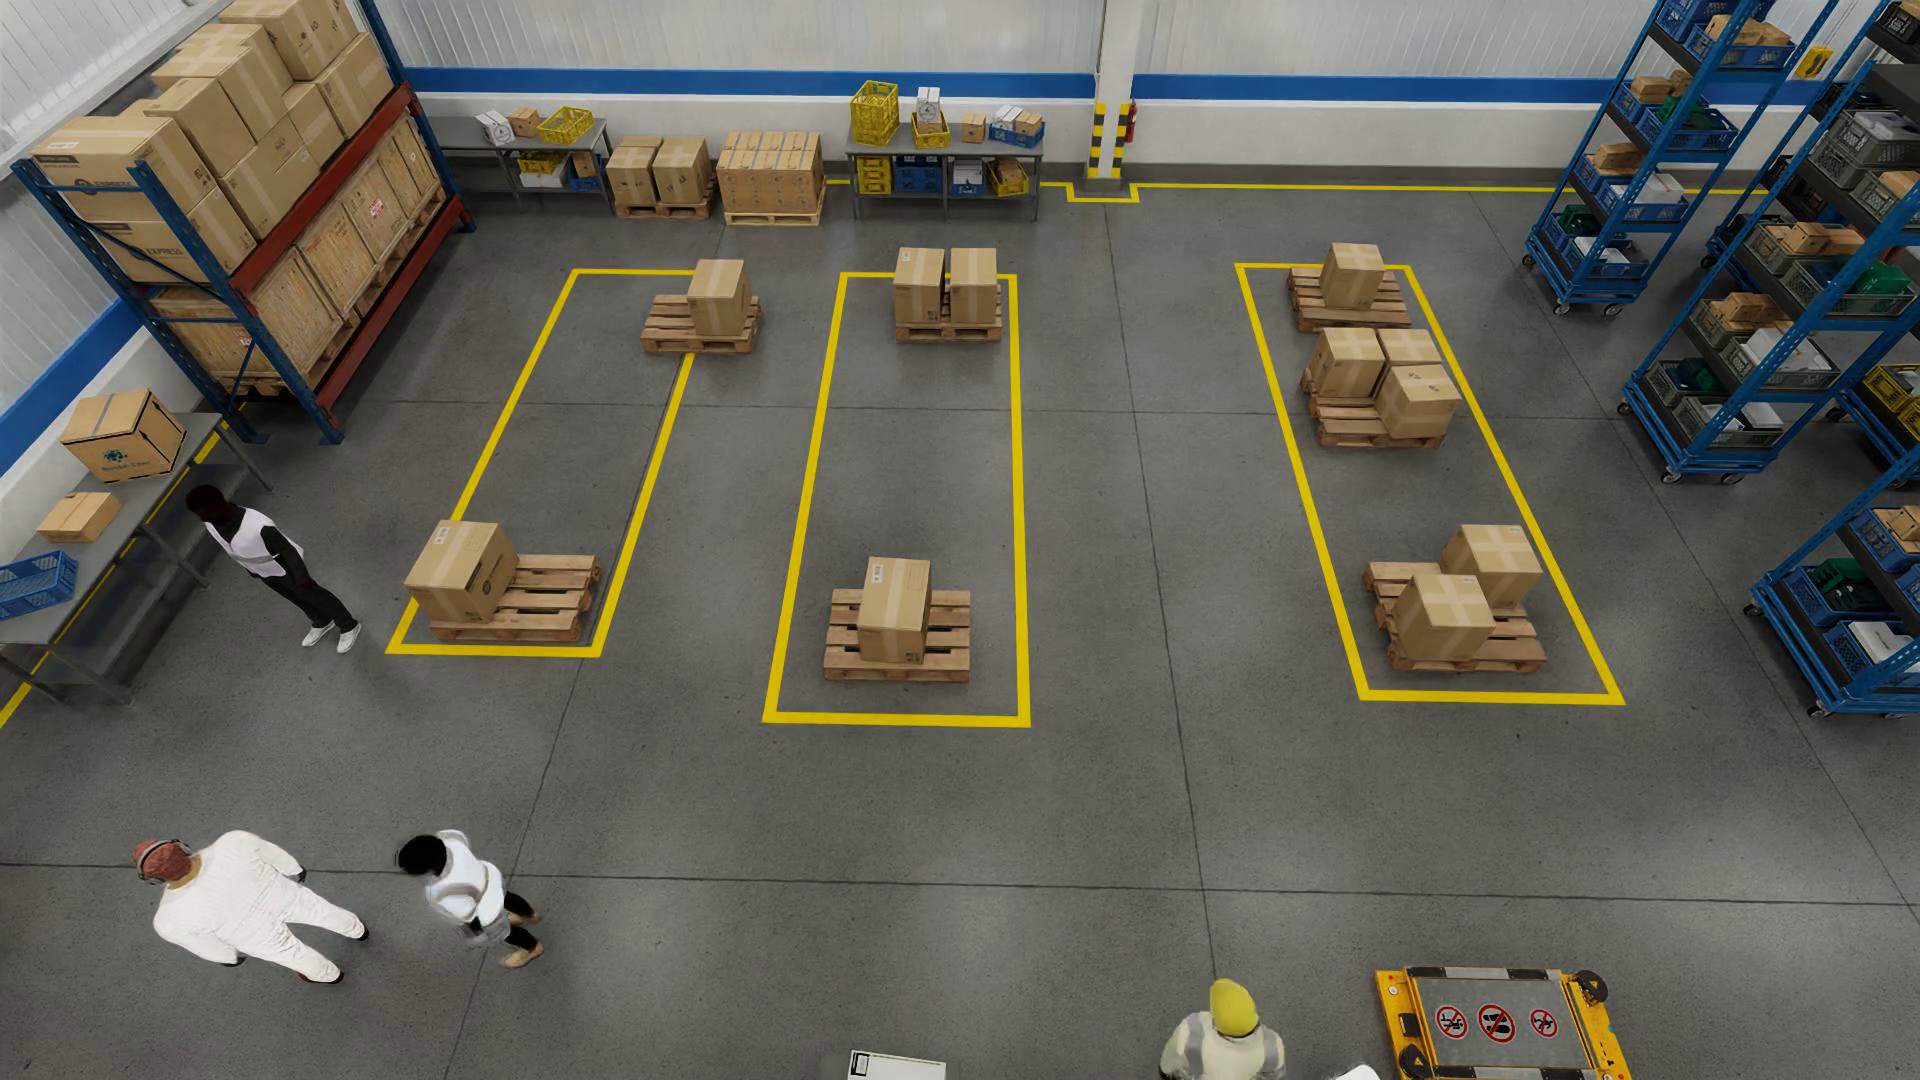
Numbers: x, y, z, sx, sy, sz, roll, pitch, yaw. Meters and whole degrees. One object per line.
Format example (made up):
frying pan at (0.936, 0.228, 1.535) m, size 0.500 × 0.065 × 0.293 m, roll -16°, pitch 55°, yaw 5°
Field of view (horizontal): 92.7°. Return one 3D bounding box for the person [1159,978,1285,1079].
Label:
person at (1.404, 2.914, 5.117) m, size 0.594 × 1.792 × 0.522 m, roll 7°, pitch 51°, yaw 5°

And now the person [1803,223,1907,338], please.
person at (9.507, -2.953, 9.771) m, size 0.618 × 1.994 × 0.380 m, roll 16°, pitch 53°, yaw 13°

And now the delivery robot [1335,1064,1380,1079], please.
delivery robot at (2.464, 3.503, 5.372) m, size 0.477 × 0.478 × 0.707 m, roll -19°, pitch 53°, yaw -15°

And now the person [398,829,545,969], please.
person at (-3.021, 2.226, 5.743) m, size 0.320 × 1.699 × 0.555 m, roll -18°, pitch 53°, yaw -14°

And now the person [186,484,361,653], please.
person at (-5.396, 0.215, 7.240) m, size 0.592 × 1.916 × 0.392 m, roll 11°, pitch 52°, yaw 9°

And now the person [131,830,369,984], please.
person at (-4.302, 2.249, 5.588) m, size 0.405 × 1.904 × 0.652 m, roll 12°, pitch 52°, yaw 10°

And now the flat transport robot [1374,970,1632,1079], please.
flat transport robot at (3.501, 3.133, 5.914) m, size 1.431 × 0.197 × 0.652 m, roll 1°, pitch 51°, yaw 1°
